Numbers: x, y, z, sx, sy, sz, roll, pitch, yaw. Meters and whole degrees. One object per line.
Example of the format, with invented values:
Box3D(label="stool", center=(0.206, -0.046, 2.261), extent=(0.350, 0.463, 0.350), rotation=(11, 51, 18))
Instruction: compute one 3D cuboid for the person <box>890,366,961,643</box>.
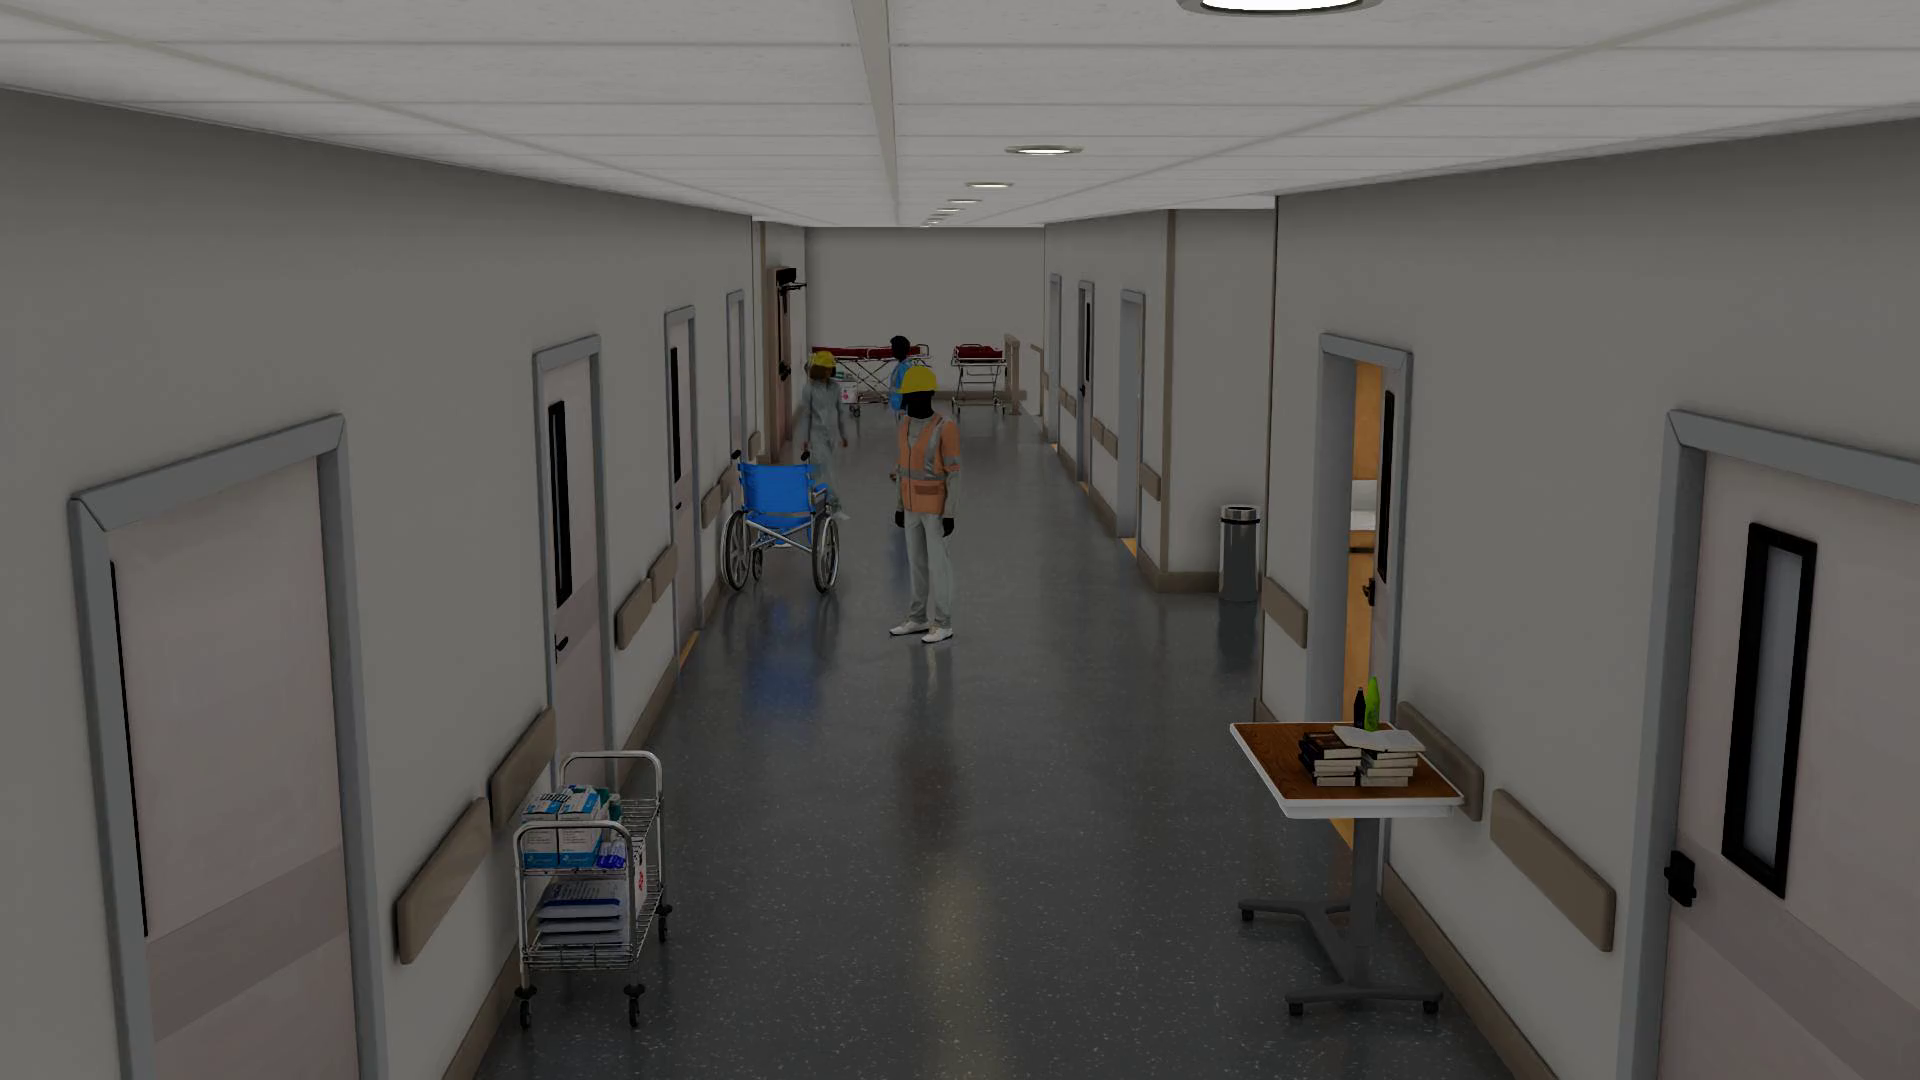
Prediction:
Box3D(label="person", center=(-0.254, -0.248, 11.554), extent=(0.385, 1.925, 0.592), rotation=(-9, 14, -41))

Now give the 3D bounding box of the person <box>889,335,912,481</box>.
Box3D(label="person", center=(-0.667, -1.536, 19.388), extent=(0.319, 1.693, 0.532), rotation=(-1, 10, -6))

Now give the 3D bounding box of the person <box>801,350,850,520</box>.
Box3D(label="person", center=(-1.428, -1.079, 16.817), extent=(0.869, 1.705, 0.500), rotation=(9, 14, 42))
